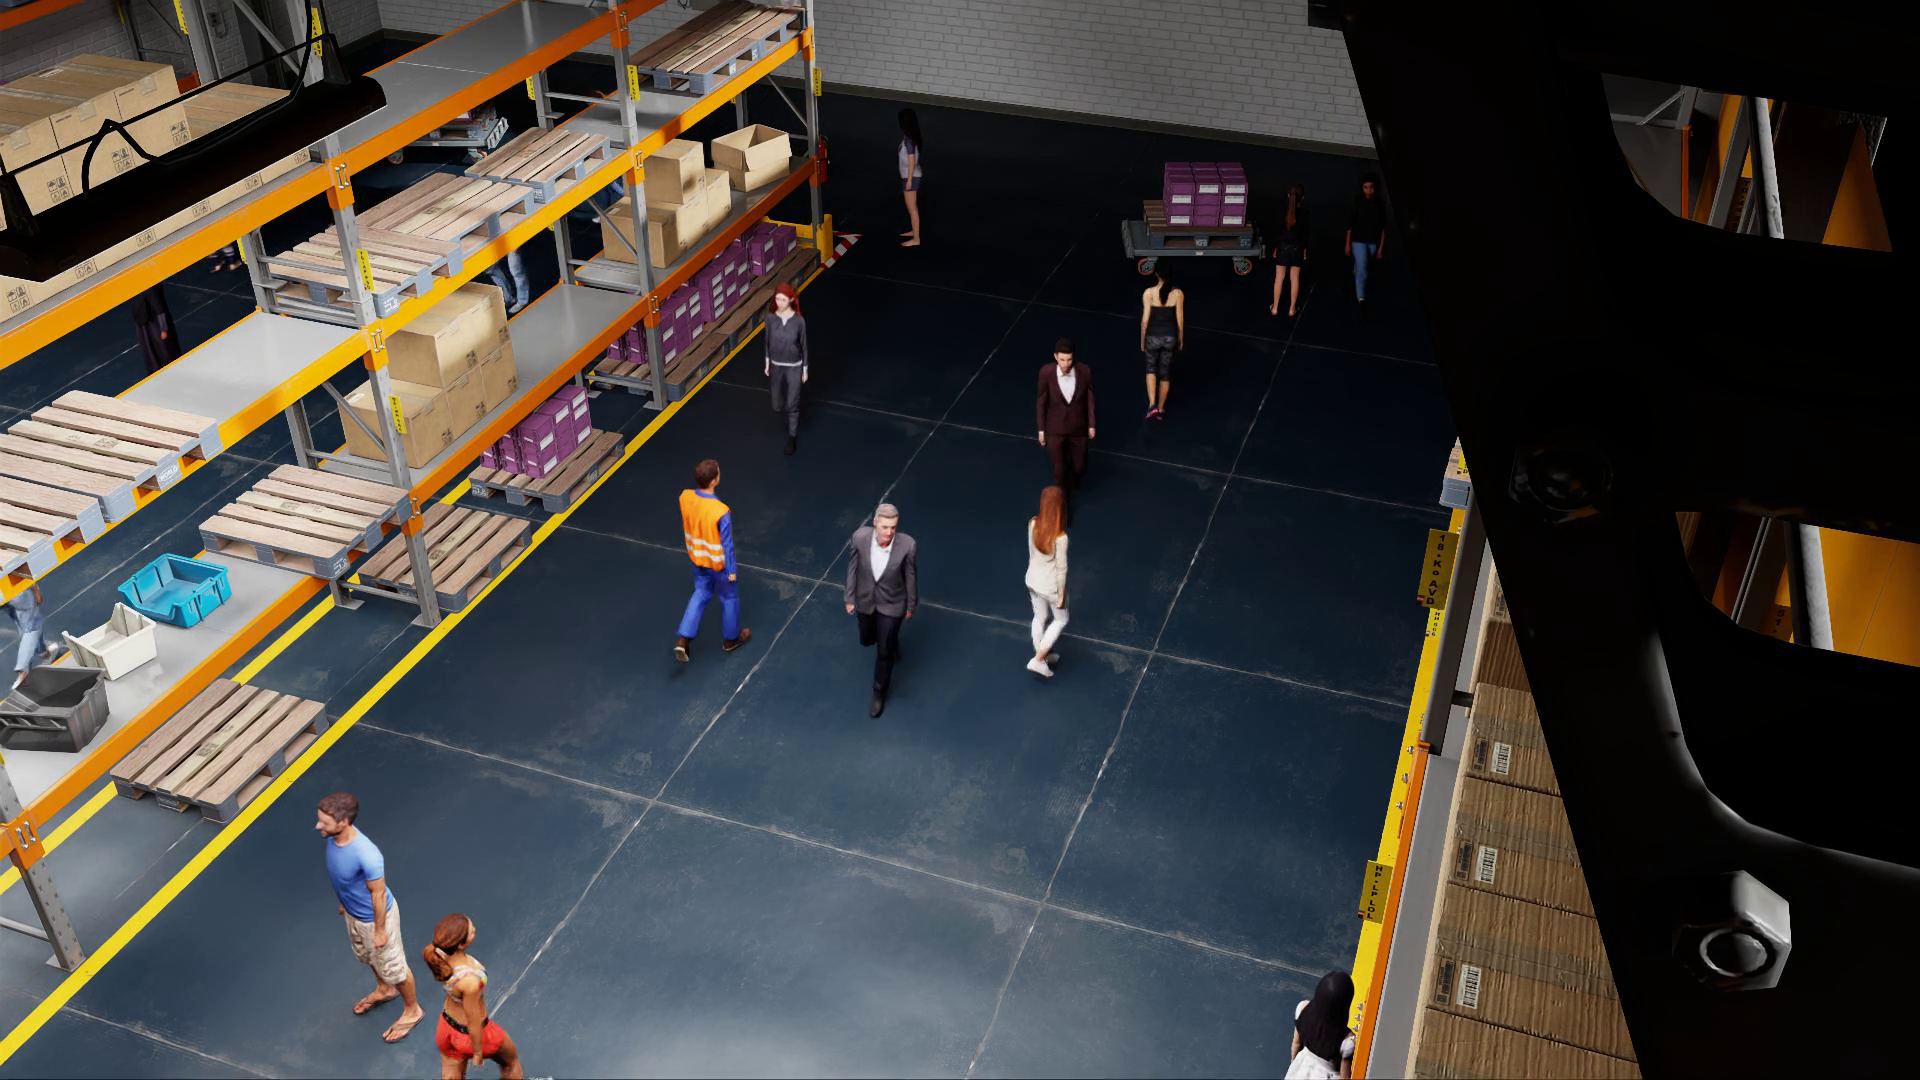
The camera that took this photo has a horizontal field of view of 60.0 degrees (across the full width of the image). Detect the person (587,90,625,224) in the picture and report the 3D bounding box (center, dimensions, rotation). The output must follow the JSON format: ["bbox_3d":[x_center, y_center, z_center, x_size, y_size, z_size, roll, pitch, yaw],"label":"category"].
[{"bbox_3d":[-4.372,-4.778,20.766,0.782,1.710,0.805,1,34,2],"label":"person"}]

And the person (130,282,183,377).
[{"bbox_3d":[-8.242,-2.231,17.024,0.680,1.612,0.687,24,40,31],"label":"person"}]

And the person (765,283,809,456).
[{"bbox_3d":[-1.646,-1.698,16.075,0.633,1.773,0.726,9,35,13],"label":"person"}]

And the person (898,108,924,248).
[{"bbox_3d":[-0.595,-4.431,20.246,0.718,1.707,0.573,1,34,1],"label":"person"}]

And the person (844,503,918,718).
[{"bbox_3d":[-0.599,0.438,12.828,0.817,1.810,1.086,7,34,10],"label":"person"}]

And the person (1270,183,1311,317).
[{"bbox_3d":[3.700,-3.259,18.620,0.564,1.556,0.581,6,34,10],"label":"person"}]

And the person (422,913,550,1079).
[{"bbox_3d":[-2.833,2.818,9.304,0.824,1.747,1.234,23,40,31],"label":"person"}]

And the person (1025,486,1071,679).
[{"bbox_3d":[0.616,0.374,13.030,0.724,1.693,0.793,29,43,36],"label":"person"}]

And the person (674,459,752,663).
[{"bbox_3d":[-2.019,0.195,13.160,0.828,1.848,1.092,20,38,27],"label":"person"}]

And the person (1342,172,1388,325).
[{"bbox_3d":[4.510,-3.335,18.637,0.855,1.664,1.171,-3,34,-4],"label":"person"}]

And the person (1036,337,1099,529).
[{"bbox_3d":[0.960,-1.049,15.035,0.927,1.844,1.093,-3,34,-4],"label":"person"}]

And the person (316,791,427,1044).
[{"bbox_3d":[-3.588,2.233,10.080,0.728,1.863,0.702,26,42,34],"label":"person"}]

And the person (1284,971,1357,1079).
[{"bbox_3d":[1.935,3.001,9.009,0.805,1.769,0.778,-24,40,-31],"label":"person"}]

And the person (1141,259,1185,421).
[{"bbox_3d":[1.989,-1.921,16.465,0.682,1.713,0.792,5,34,8],"label":"person"}]
